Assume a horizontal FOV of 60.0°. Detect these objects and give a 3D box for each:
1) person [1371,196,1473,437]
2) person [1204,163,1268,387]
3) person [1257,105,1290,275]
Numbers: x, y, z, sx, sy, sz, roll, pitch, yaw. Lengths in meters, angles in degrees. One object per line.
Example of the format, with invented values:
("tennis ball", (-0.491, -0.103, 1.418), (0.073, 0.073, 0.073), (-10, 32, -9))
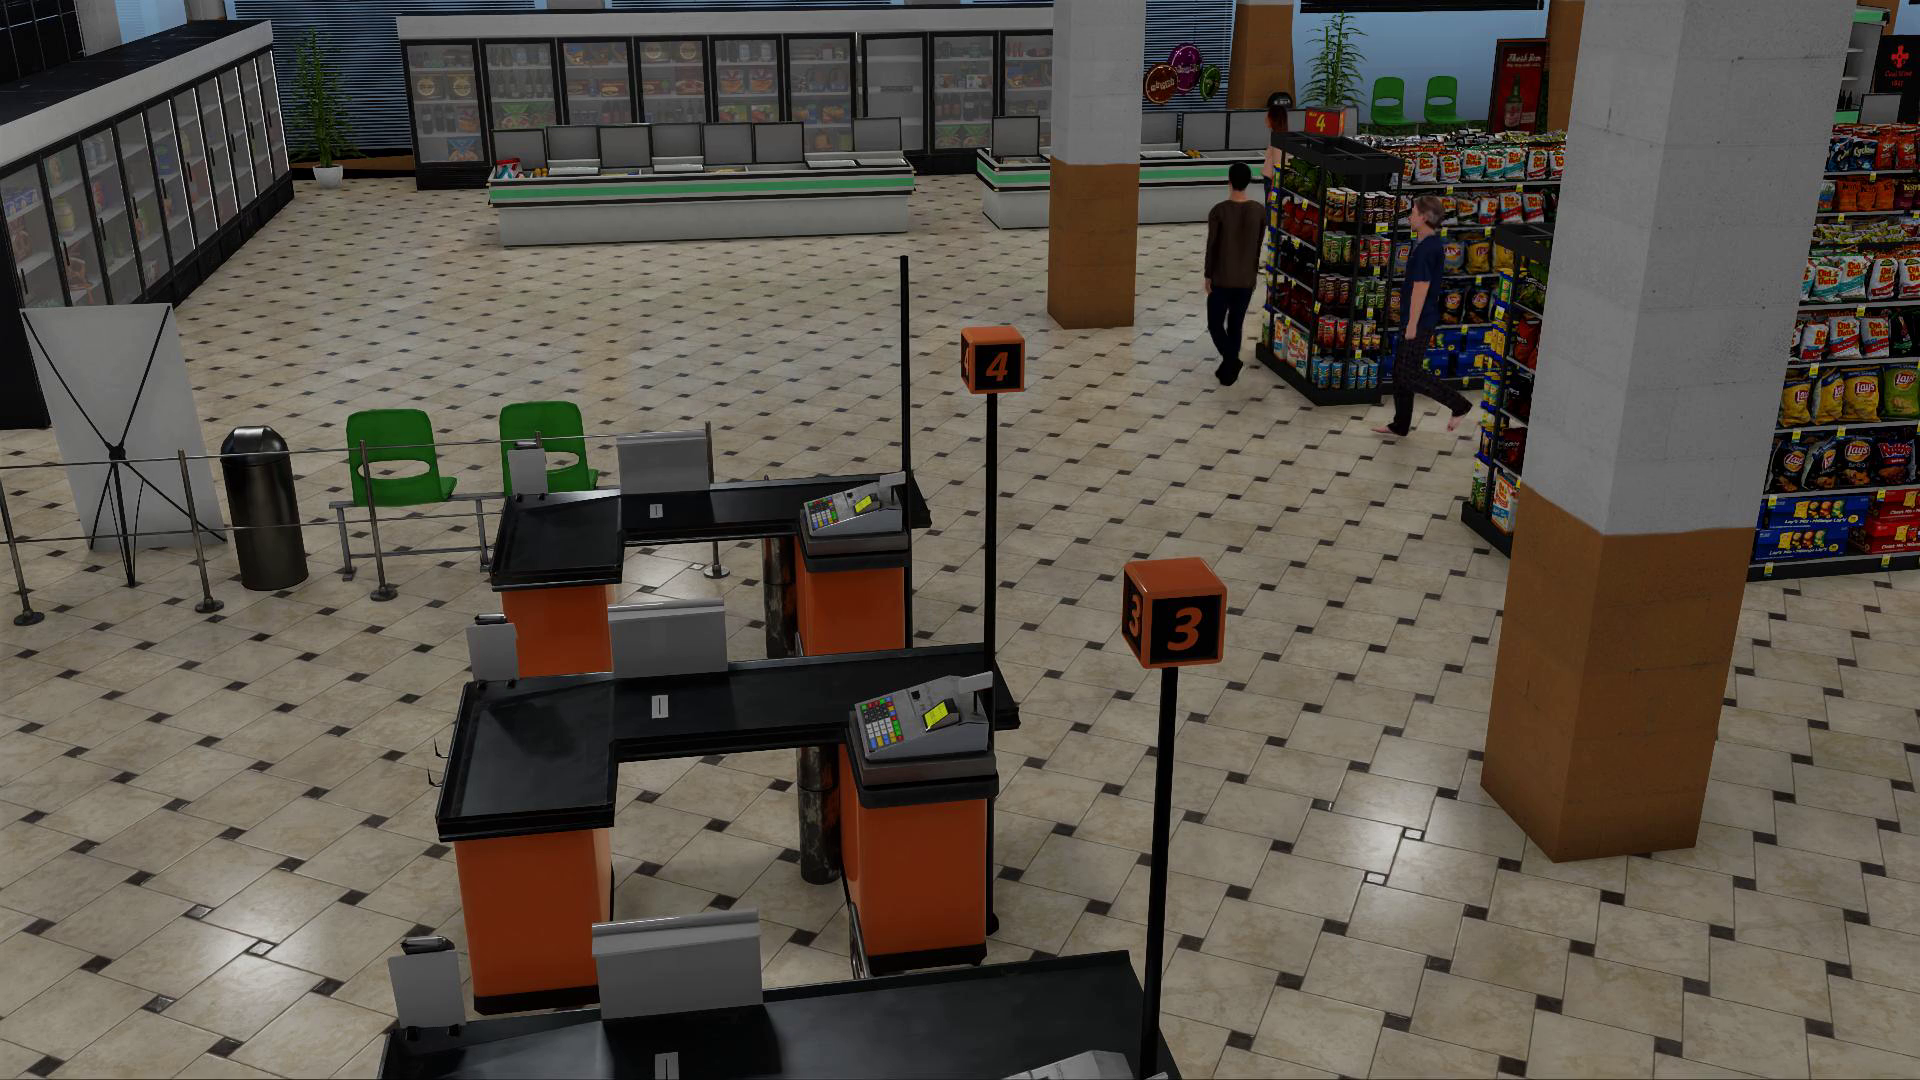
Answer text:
("person", (3.541, -1.632, 12.517), (1.066, 1.848, 0.903), (5, 22, 12))
("person", (2.285, -2.145, 13.763), (0.882, 1.871, 0.713), (-5, 22, -12))
("person", (3.397, -3.769, 17.913), (0.648, 1.791, 0.660), (4, 22, 11))
